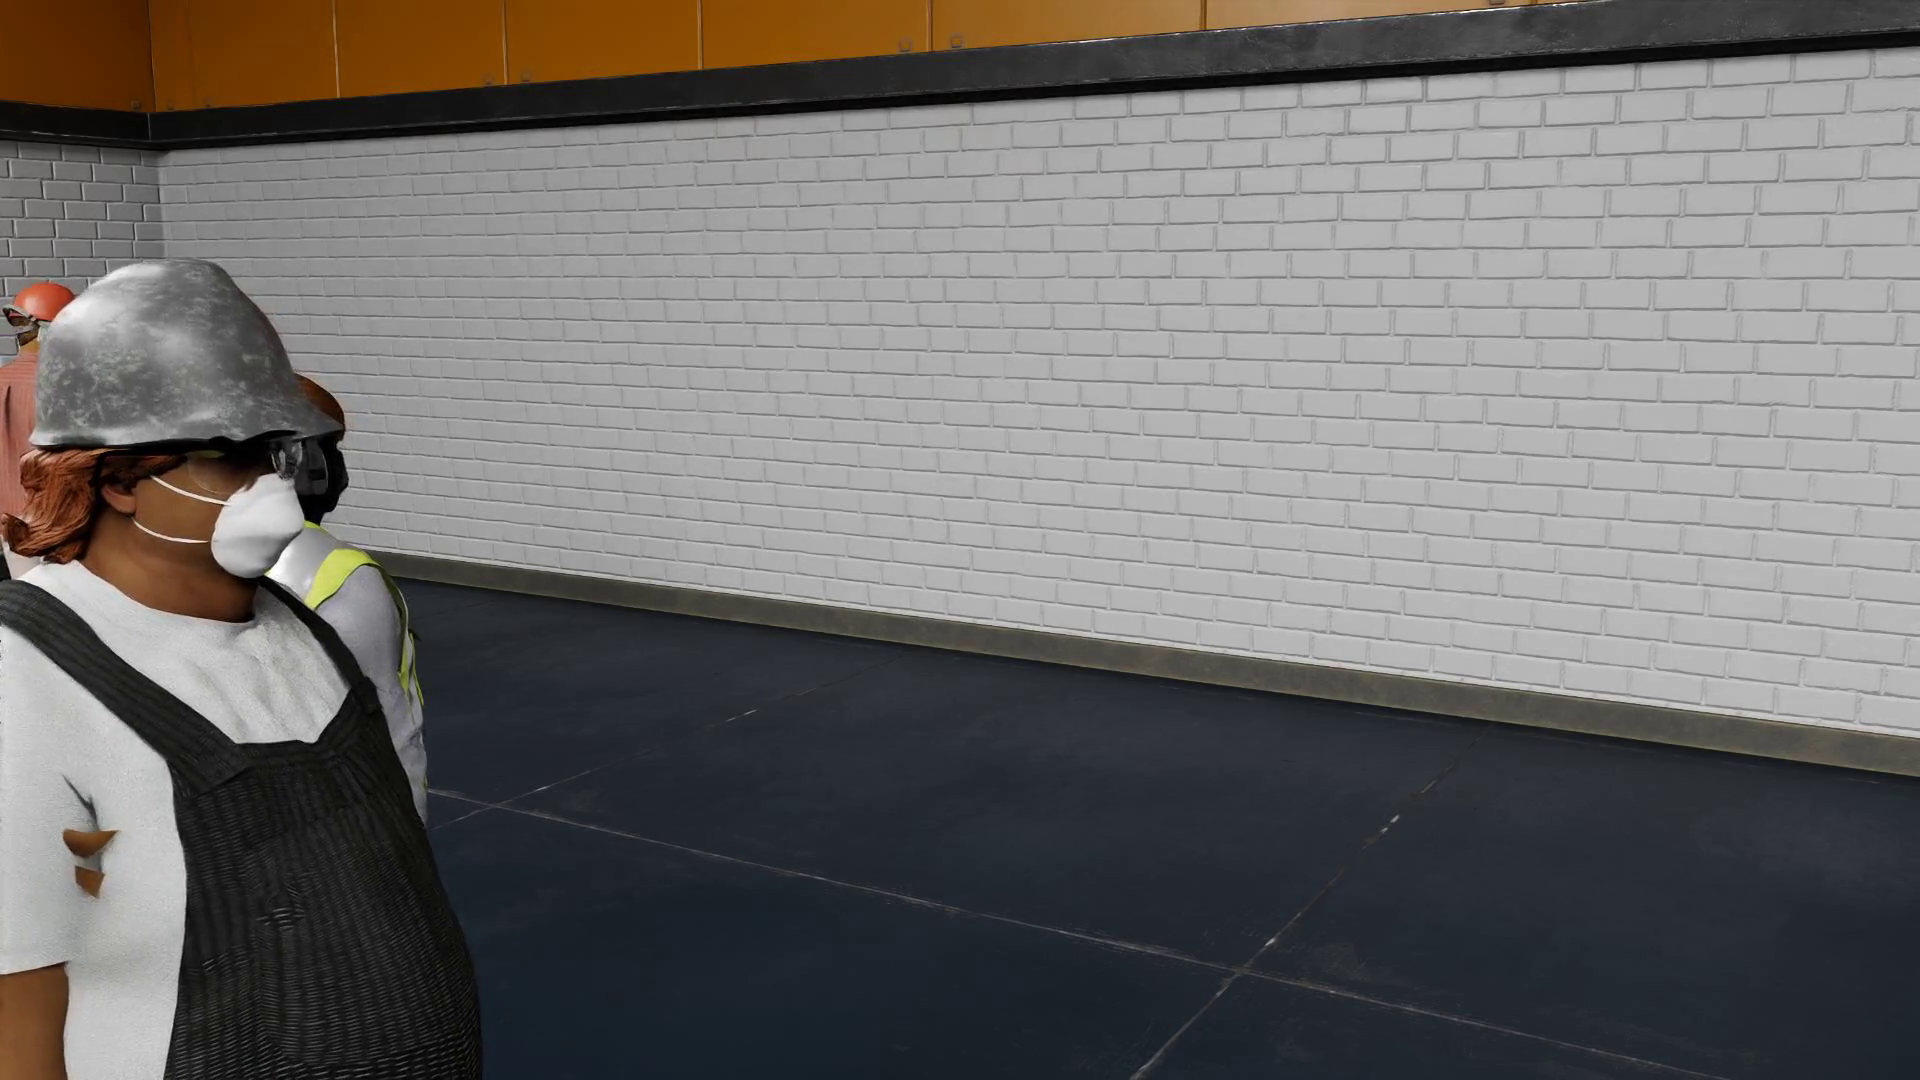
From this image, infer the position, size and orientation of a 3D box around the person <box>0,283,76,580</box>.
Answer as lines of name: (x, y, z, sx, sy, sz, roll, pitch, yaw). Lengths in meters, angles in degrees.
person: (-3.756, -0.064, 6.901, 0.612, 1.981, 0.409, 4, 10, 24)

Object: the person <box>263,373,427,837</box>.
person: (-1.218, 0.610, 3.133, 0.627, 1.846, 0.429, 5, 10, 29)
